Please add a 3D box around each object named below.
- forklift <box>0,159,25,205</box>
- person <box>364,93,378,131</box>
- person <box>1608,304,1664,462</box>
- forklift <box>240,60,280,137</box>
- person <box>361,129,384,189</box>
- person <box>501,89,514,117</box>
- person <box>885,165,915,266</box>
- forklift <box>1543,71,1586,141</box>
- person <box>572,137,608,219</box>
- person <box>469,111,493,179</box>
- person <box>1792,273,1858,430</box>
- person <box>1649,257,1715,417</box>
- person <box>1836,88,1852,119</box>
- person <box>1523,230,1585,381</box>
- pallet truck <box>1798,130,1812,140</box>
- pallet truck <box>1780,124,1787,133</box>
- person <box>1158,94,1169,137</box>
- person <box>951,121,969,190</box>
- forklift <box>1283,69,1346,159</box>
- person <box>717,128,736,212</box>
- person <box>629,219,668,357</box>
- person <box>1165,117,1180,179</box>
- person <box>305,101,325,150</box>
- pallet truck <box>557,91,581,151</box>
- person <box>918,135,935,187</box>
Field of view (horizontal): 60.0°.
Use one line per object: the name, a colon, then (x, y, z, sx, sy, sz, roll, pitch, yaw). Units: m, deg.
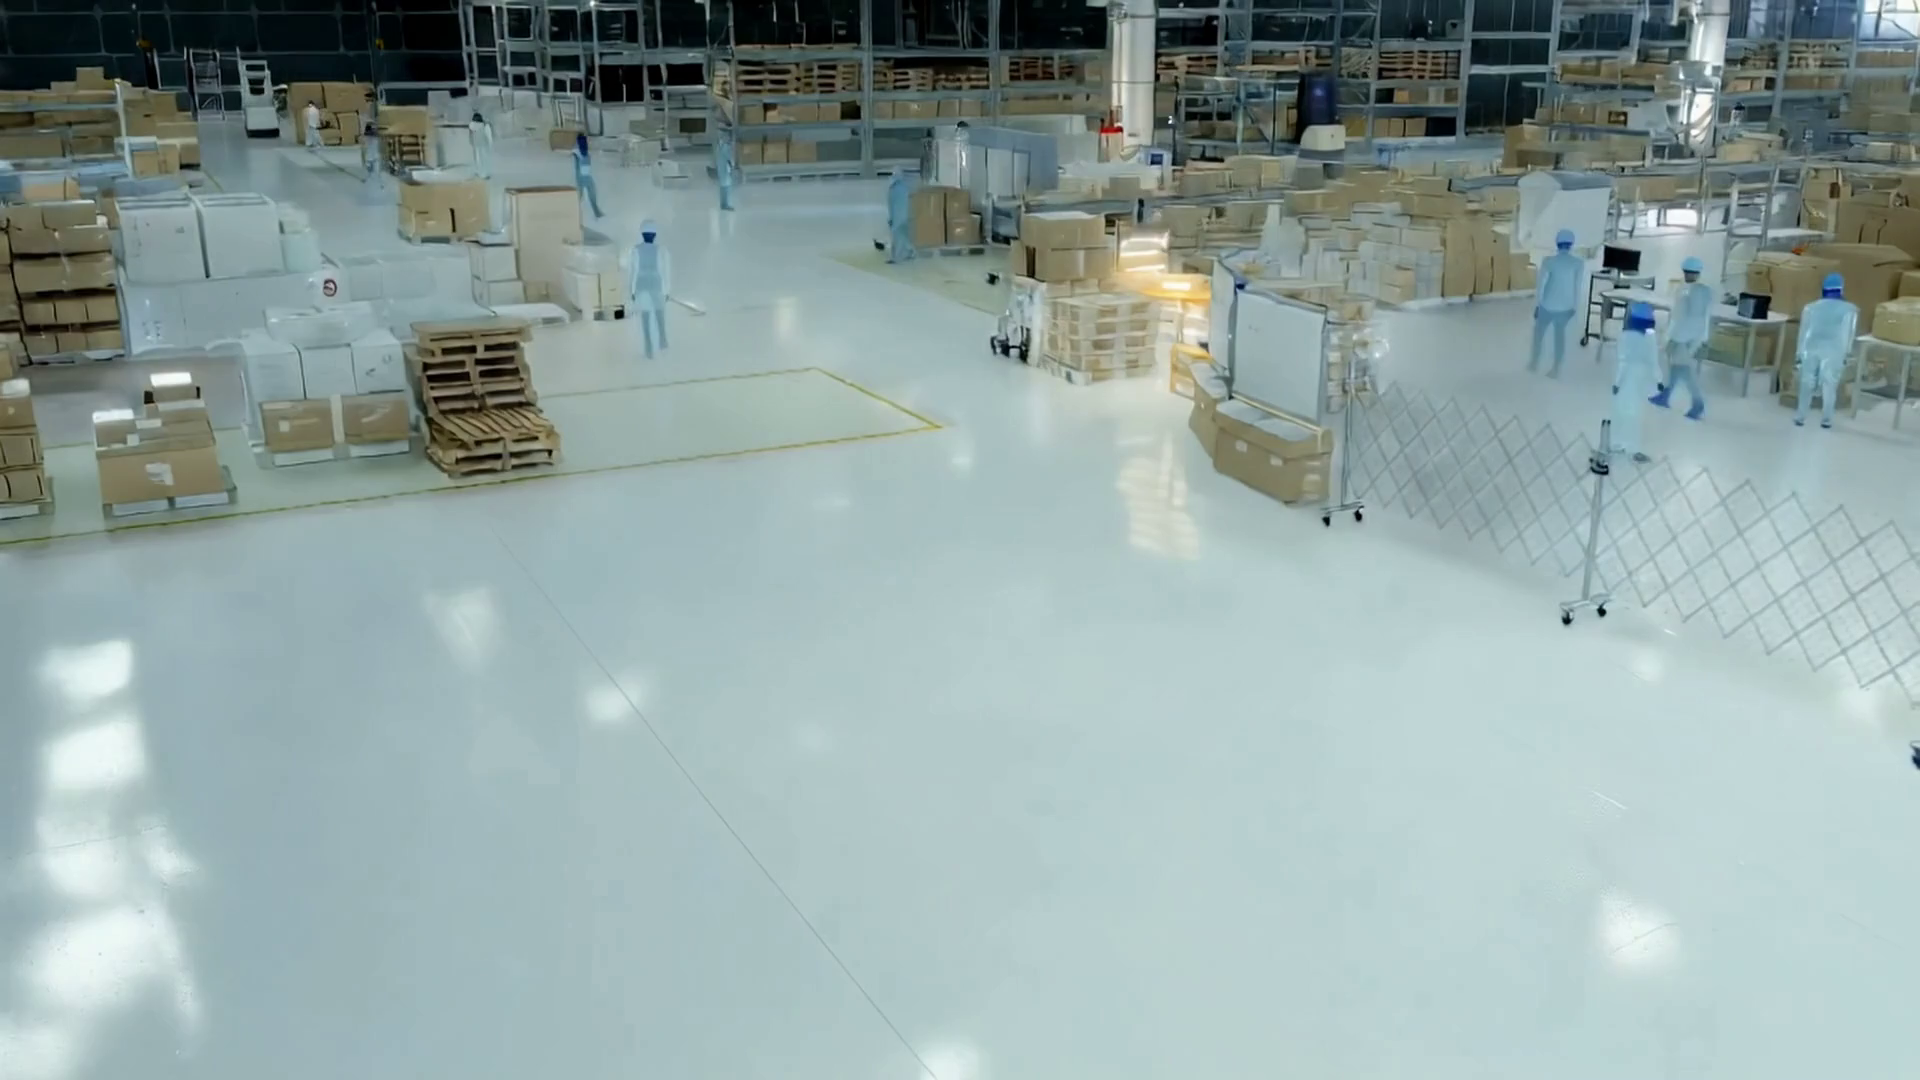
forklift: (-24.266, -9.621, 40.828, 1.873, 2.768, 1.129, -9, 20, -26)
person: (-20.197, -14.428, 57.382, 0.783, 1.916, 0.552, 3, 18, 8)
person: (7.374, -1.699, 18.018, 0.506, 1.704, 0.856, -7, 19, -22)
forklift: (-26.707, -16.827, 63.294, 1.129, 2.768, 1.873, -9, 20, -26)
person: (-15.962, -10.314, 45.067, 0.845, 1.593, 0.522, 15, 23, 39)
person: (-17.913, -16.991, 65.774, 0.536, 1.665, 0.835, 7, 19, 20)
person: (-1.159, -6.210, 31.840, 0.437, 1.871, 0.682, 4, 18, 13)
forklift: (18.685, -13.231, 52.085, 1.873, 2.768, 1.129, -9, 20, -26)
person: (-8.621, -8.358, 38.502, 0.919, 1.882, 0.599, 10, 21, 30)
person: (-13.845, -11.396, 47.940, 0.842, 1.910, 0.564, 4, 18, 12)
person: (10.034, -2.184, 19.330, 0.600, 1.831, 0.404, 5, 18, 14)
person: (8.813, -2.462, 20.103, 0.551, 1.902, 0.982, -6, 19, -18)
person: (34.114, -16.571, 64.306, 0.618, 1.743, 0.554, -9, 20, -25)
person: (7.873, -3.135, 22.087, 0.634, 1.959, 0.823, -2, 18, -5)
pallet truck: (25.526, -11.556, 49.408, 1.630, 1.274, 0.653, -9, 20, -26)
pallet truck: (25.206, -12.542, 52.601, 1.601, 1.201, 0.680, 0, 18, -2)
person: (7.719, -16.023, 62.823, 0.516, 1.607, 0.629, -10, 21, -30)
person: (0.079, -9.550, 41.980, 0.413, 2.025, 0.621, -16, 24, -41)
forklift: (11.615, -13.871, 54.079, 1.129, 2.768, 1.873, -9, 20, -27)
person: (-5.666, -8.924, 40.131, 0.367, 1.963, 0.609, -6, 19, -19)
person: (-4.416, -3.605, 23.665, 0.571, 1.883, 0.980, -1, 18, -4)
person: (6.001, -11.191, 47.555, 0.785, 1.729, 0.539, -4, 18, -11)
person: (-22.291, -14.313, 57.417, 0.844, 1.662, 0.527, 6, 19, 17)
pallet truck: (-13.495, -14.412, 57.188, 0.823, 1.965, 1.885, -3, 18, -9)
person: (-0.823, -9.422, 42.142, 0.542, 1.678, 0.525, 11, 21, 31)
